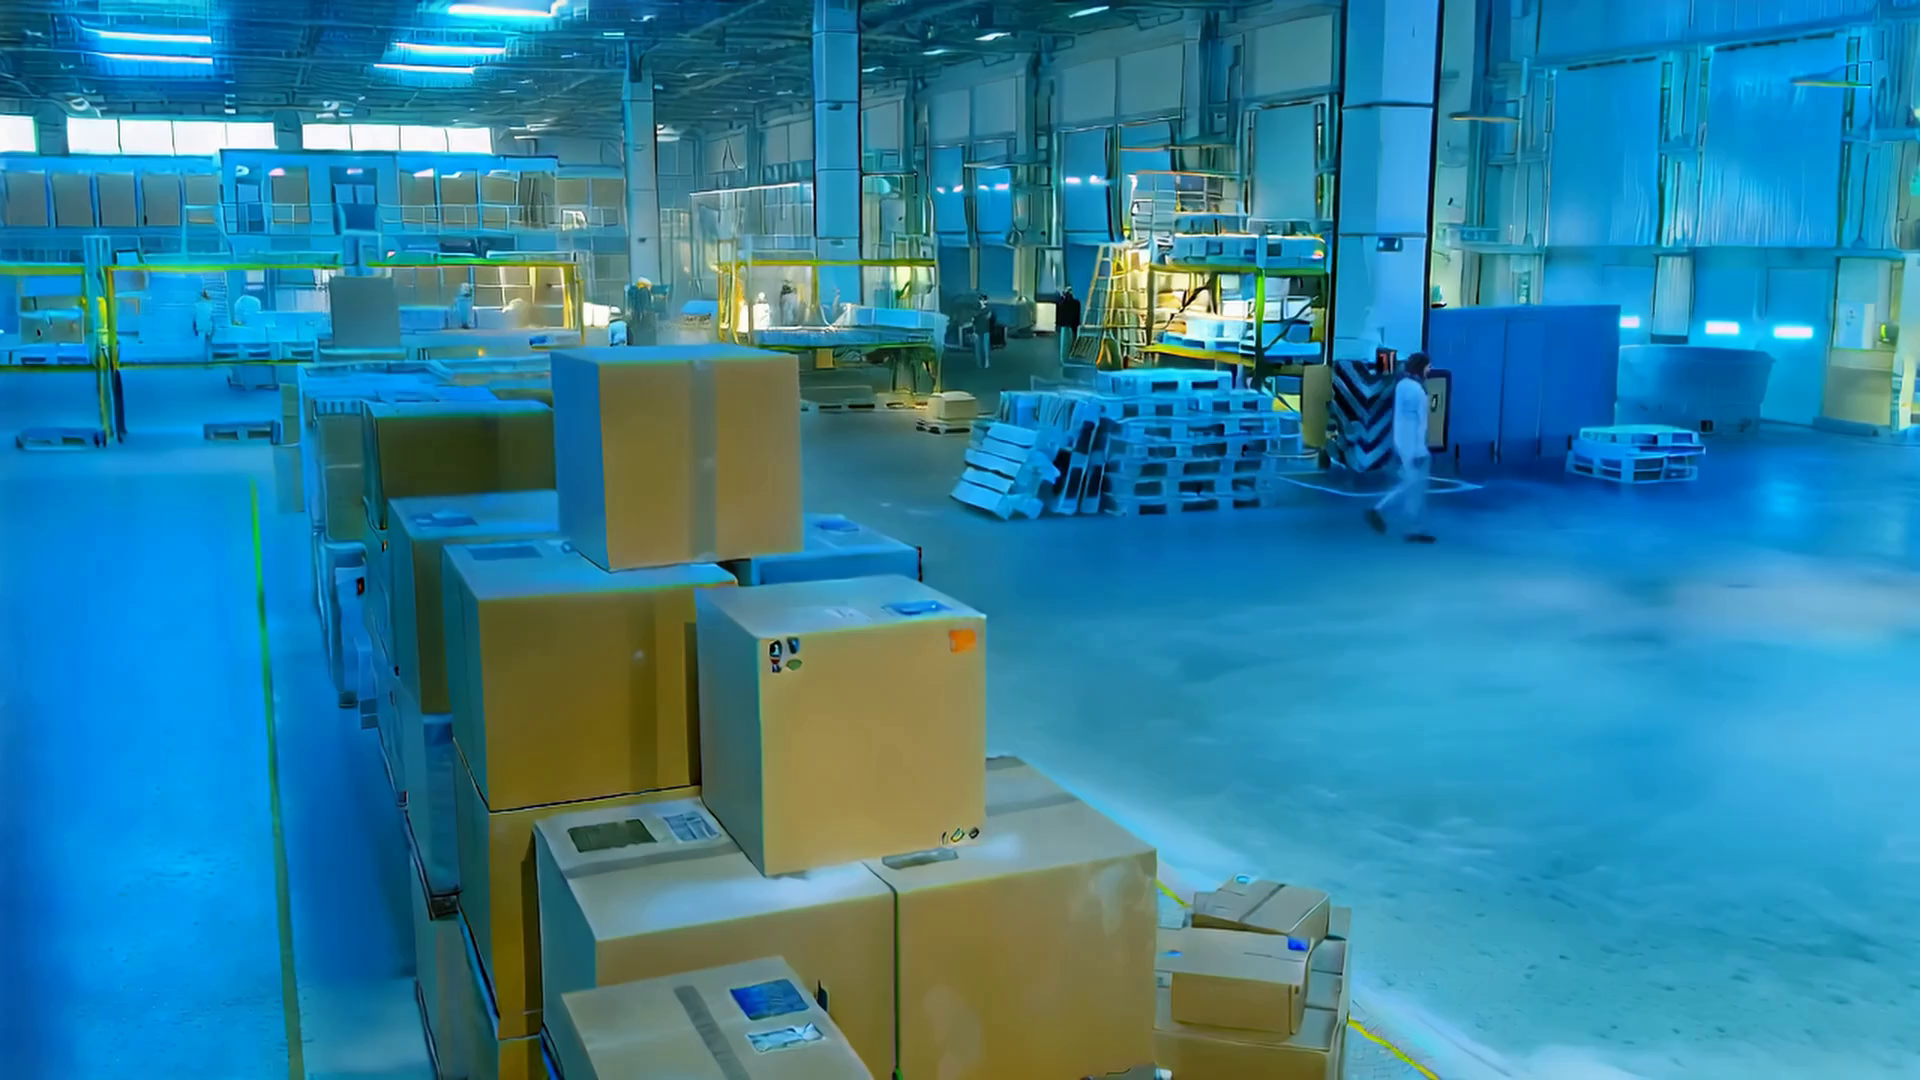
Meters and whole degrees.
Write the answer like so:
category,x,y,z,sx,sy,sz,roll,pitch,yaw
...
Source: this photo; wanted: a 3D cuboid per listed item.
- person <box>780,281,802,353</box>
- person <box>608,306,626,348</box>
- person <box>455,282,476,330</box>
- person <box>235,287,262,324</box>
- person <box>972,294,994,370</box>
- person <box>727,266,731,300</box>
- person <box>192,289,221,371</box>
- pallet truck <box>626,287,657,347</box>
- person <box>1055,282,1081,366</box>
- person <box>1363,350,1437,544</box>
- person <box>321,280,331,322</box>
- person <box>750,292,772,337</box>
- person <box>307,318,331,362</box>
category,x,y,z,sx,sy,sz,roll,pitch,yaw
person,-4.422,-5.803,43.401,0.597,1.898,0.871,6,12,31
person,-6.424,-3.494,31.091,0.303,1.740,0.485,5,11,23
person,-12.428,-5.520,41.754,0.511,1.919,0.655,5,11,26
person,-17.373,-5.264,40.616,0.447,1.829,0.628,10,14,43
person,0.523,-4.806,38.309,0.515,1.735,0.728,0,10,0
person,-8.853,-9.628,64.365,0.376,1.933,0.544,2,10,9
person,-17.117,-4.775,37.846,0.577,1.843,0.687,0,10,-1
pallet truck,-6.464,-4.406,35.401,0.823,1.965,1.885,6,12,32
person,2.552,-5.097,39.262,0.608,1.987,0.402,-3,11,-15
person,4.380,-0.907,16.334,0.619,1.918,0.640,1,10,4
person,-17.871,-6.465,47.147,1.037,1.871,0.612,5,11,24
person,-4.947,-5.342,41.418,0.547,1.683,0.369,-3,11,-16
person,-9.252,-2.317,24.310,0.515,1.843,0.326,-8,13,-38
